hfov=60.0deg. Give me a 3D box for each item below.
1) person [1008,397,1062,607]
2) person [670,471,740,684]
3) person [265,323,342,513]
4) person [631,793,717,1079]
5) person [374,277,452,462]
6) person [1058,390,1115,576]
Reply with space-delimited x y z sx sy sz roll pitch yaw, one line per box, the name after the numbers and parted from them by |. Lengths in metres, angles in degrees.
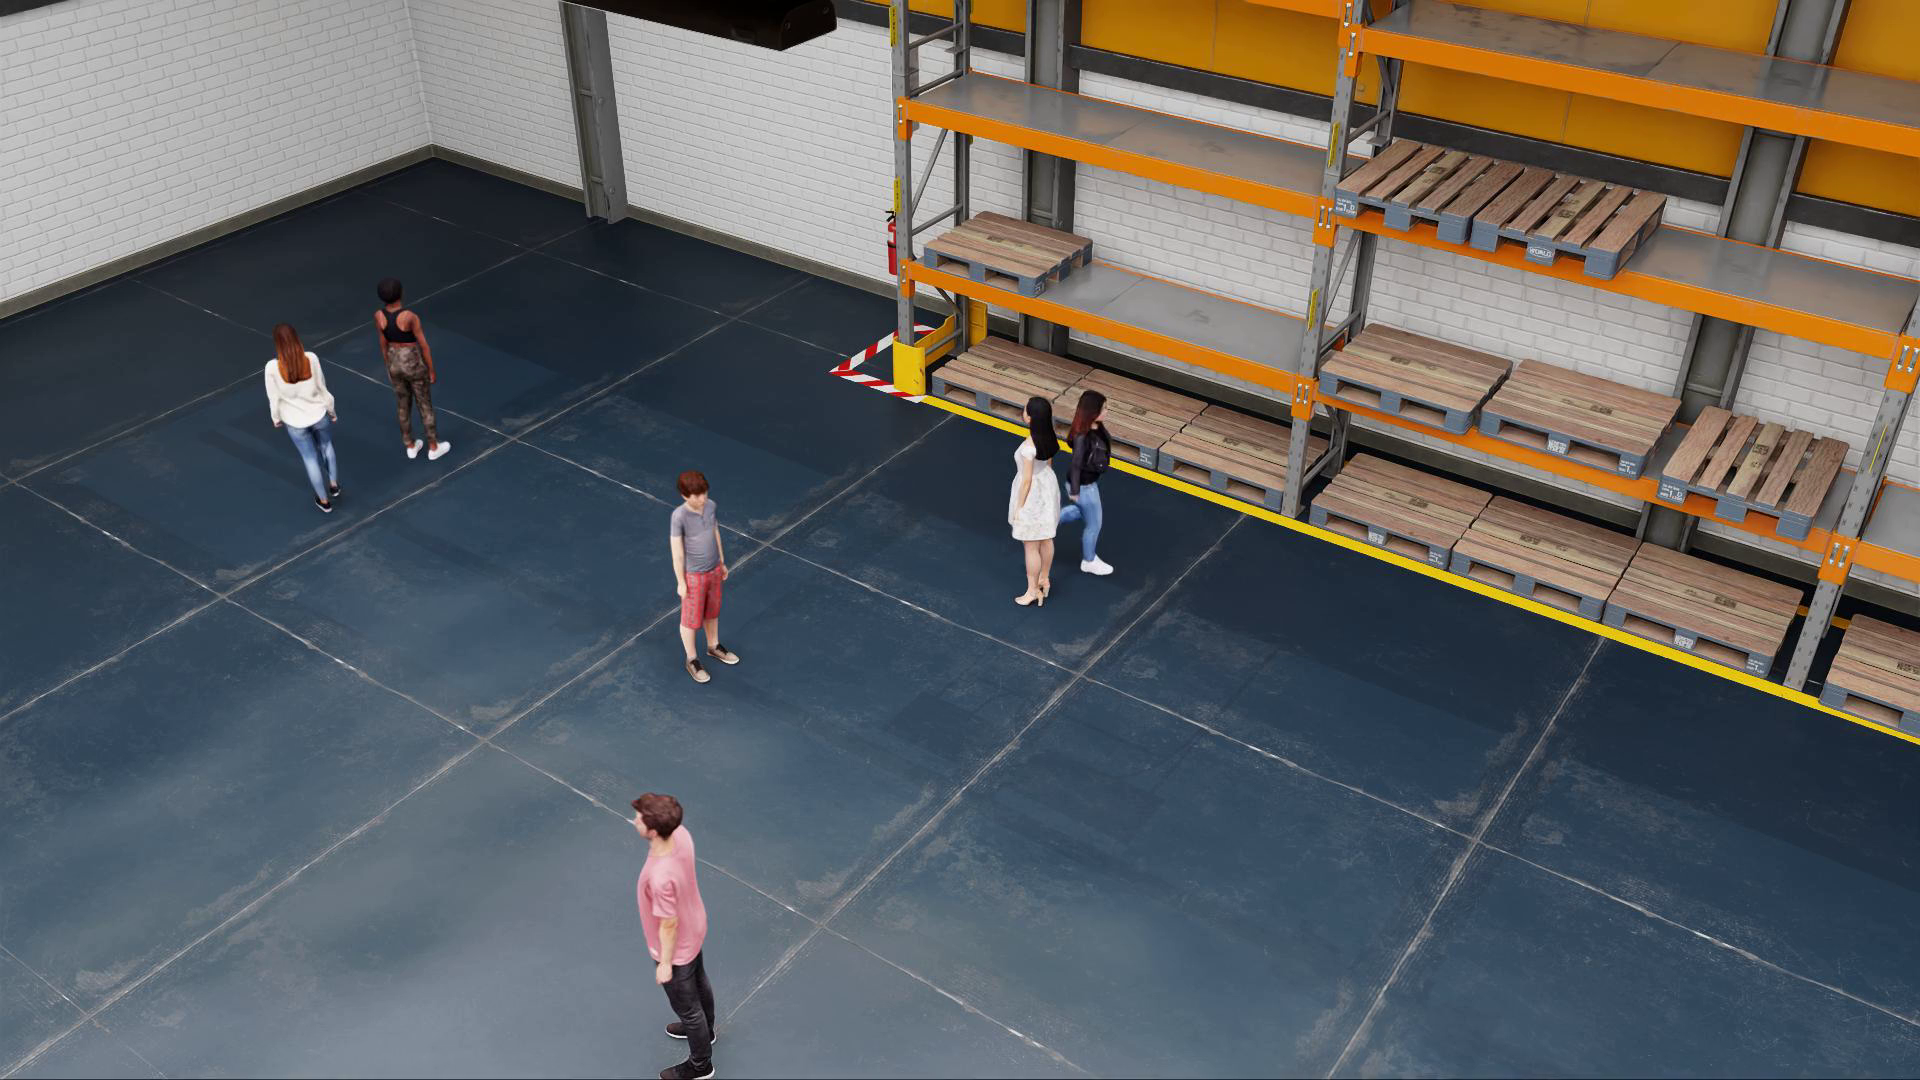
0.565 -0.288 12.480 0.625 1.774 0.641 20 38 27 | person
-1.856 0.218 11.830 0.557 1.651 0.612 27 42 34 | person
-5.315 -0.962 13.578 0.736 1.681 0.740 -19 38 -26 | person
-1.474 2.083 8.747 0.741 1.958 0.724 1 34 2 | person
-4.762 -1.478 14.338 0.595 1.700 0.718 5 34 8 | person
0.894 -0.447 12.867 1.034 1.612 0.851 7 34 11 | person
